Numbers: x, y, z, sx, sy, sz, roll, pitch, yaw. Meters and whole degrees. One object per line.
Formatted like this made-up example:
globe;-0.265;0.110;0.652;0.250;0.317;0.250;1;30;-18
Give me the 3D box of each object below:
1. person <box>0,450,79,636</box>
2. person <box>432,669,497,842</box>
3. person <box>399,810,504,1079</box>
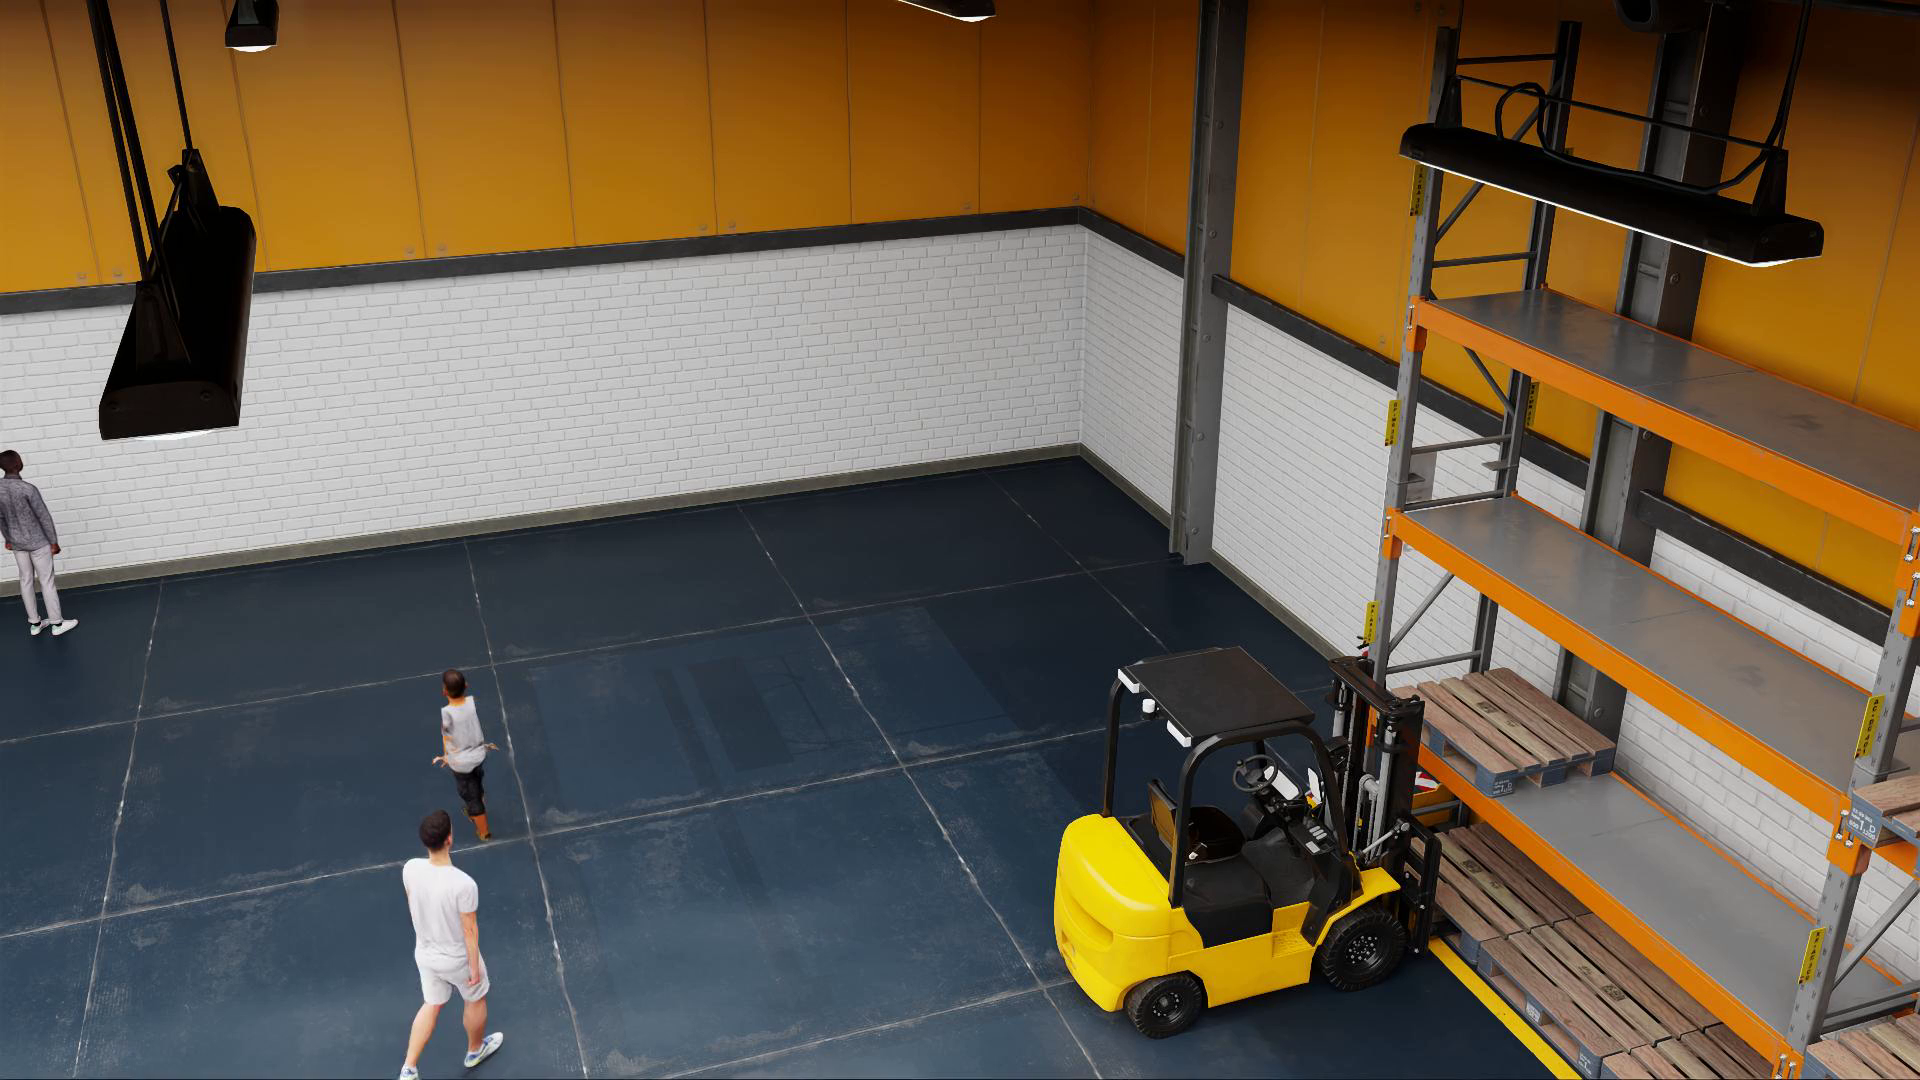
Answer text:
person;-8.765;0.020;15.646;0.763;1.838;0.727;3;24;7
person;-3.682;1.605;12.515;0.880;1.440;0.781;21;31;40
person;-3.132;2.514;9.957;1.088;1.825;1.170;9;25;19
